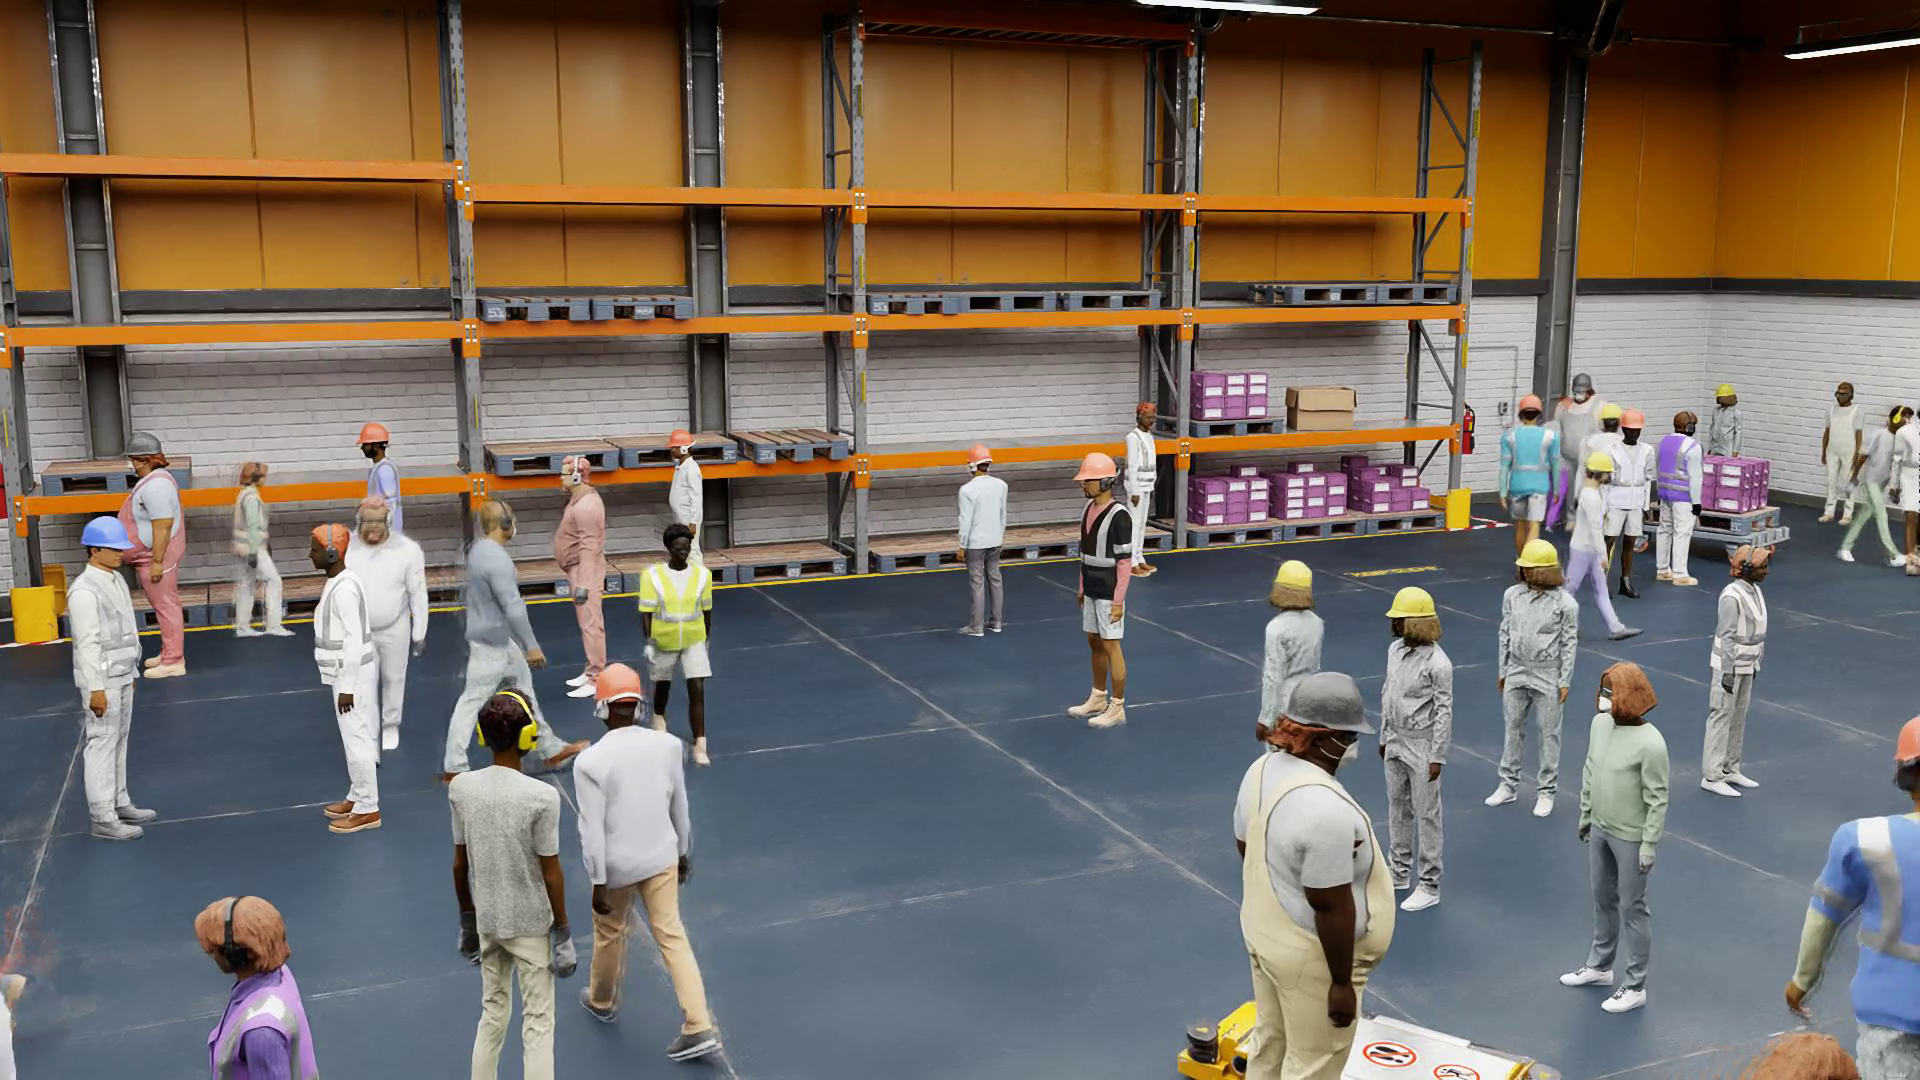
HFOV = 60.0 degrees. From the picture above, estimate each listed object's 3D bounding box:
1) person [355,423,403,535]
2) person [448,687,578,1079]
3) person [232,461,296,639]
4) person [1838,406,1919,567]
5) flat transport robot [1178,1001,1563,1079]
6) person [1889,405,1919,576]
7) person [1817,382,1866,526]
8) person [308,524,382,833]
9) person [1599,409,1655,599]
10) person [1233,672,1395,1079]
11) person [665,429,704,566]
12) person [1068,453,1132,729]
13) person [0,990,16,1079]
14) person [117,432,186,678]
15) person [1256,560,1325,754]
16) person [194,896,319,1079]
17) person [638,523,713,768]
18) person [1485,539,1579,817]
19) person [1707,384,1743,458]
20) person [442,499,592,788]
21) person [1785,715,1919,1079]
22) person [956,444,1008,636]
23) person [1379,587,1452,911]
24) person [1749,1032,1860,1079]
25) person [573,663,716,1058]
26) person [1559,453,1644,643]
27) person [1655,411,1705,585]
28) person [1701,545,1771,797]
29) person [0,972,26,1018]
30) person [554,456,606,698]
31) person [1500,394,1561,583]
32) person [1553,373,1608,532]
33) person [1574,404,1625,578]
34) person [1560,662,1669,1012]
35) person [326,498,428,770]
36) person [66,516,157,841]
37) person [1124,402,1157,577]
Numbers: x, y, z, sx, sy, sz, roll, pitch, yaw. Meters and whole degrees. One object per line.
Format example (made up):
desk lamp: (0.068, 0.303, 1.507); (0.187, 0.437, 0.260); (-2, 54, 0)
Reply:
person: (-5.353, -0.118, 15.389); (0.375, 1.935, 0.550); (-4, 11, -23)
person: (-1.700, 1.487, 6.380); (0.514, 1.862, 0.324); (5, 11, 24)
person: (-6.327, 0.094, 15.083); (0.603, 1.617, 0.517); (-6, 12, -32)
person: (10.275, -0.599, 18.560); (0.589, 1.799, 0.963); (-5, 11, -25)
flat transport robot: (1.686, 2.194, 6.869); (1.431, 0.197, 0.652); (7, 12, 36)
person: (10.578, -0.633, 18.271); (0.615, 1.983, 1.091); (4, 11, 23)
person: (11.341, -1.111, 21.399); (0.334, 1.843, 0.507); (-6, 12, -33)
person: (-3.730, 0.828, 10.090); (0.337, 1.882, 0.583); (-4, 11, -23)
person: (6.731, -0.363, 16.802); (0.547, 1.938, 0.378); (-1, 10, -4)
person: (1.295, 1.458, 6.014); (0.536, 2.000, 0.673); (-2, 10, -14)
person: (-2.743, -0.229, 16.560); (0.343, 1.749, 0.571); (-4, 11, -23)
person: (1.022, 0.370, 12.276); (0.393, 2.041, 0.613); (-4, 11, -23)
person: (-3.210, 1.721, 5.038); (0.578, 1.861, 0.801); (0, 10, 1)
person: (-6.693, 0.115, 13.753); (0.535, 2.000, 0.687); (-4, 11, -23)
person: (1.891, 0.989, 9.658); (0.583, 1.717, 0.326); (-9, 13, -42)
person: (-2.062, 1.839, 4.975); (0.313, 1.638, 0.521); (-4, 11, -23)
person: (-1.976, 0.684, 11.567); (0.531, 1.660, 0.856); (-3, 10, -19)
person: (3.577, 0.851, 10.373); (0.487, 1.741, 0.312); (9, 14, 43)
person: (10.250, -1.226, 22.354); (0.328, 1.736, 0.492); (-4, 11, -23)
person: (-2.976, 0.678, 10.940); (1.018, 1.874, 0.726); (-4, 10, -20)
person: (3.197, 1.554, 5.627); (0.644, 1.969, 1.058); (2, 10, 14)
person: (0.185, -0.002, 15.246); (0.560, 1.753, 0.329); (-9, 13, -41)
person: (2.406, 1.106, 8.899); (0.324, 1.742, 0.492); (-4, 11, -23)
person: (1.945, 1.988, 4.189); (0.502, 1.603, 0.514); (4, 10, 20)
person: (-1.408, 1.402, 7.352); (0.569, 1.695, 0.951); (-8, 13, -40)
person: (5.687, 0.091, 14.797); (0.892, 1.724, 0.551); (4, 10, 20)
person: (7.601, -0.443, 17.578); (0.429, 1.838, 0.628); (-3, 10, -14)
person: (5.031, 0.837, 10.777); (0.314, 1.634, 0.515); (9, 14, 44)
person: (-4.451, 1.348, 6.918); (0.628, 1.960, 0.892); (9, 14, 43)
person: (-2.993, 0.287, 13.145); (0.399, 1.909, 0.642); (-2, 10, -11)
person: (6.054, -0.548, 17.718); (0.618, 2.009, 0.987); (5, 11, 26)
person: (7.709, -1.098, 20.742); (0.705, 2.000, 0.543); (8, 13, 40)
person: (6.828, -0.482, 17.592); (0.613, 1.896, 0.545); (5, 11, 26)
person: (3.056, 1.365, 7.720); (0.269, 1.632, 0.505); (-3, 10, -15)
person: (-3.980, 0.624, 11.378); (0.660, 1.842, 1.028); (-3, 10, -18)
person: (-5.096, 0.818, 9.975); (0.400, 1.943, 0.615); (-2, 10, -11)
person: (1.965, -0.555, 18.058); (0.357, 1.885, 0.573); (4, 11, 24)
